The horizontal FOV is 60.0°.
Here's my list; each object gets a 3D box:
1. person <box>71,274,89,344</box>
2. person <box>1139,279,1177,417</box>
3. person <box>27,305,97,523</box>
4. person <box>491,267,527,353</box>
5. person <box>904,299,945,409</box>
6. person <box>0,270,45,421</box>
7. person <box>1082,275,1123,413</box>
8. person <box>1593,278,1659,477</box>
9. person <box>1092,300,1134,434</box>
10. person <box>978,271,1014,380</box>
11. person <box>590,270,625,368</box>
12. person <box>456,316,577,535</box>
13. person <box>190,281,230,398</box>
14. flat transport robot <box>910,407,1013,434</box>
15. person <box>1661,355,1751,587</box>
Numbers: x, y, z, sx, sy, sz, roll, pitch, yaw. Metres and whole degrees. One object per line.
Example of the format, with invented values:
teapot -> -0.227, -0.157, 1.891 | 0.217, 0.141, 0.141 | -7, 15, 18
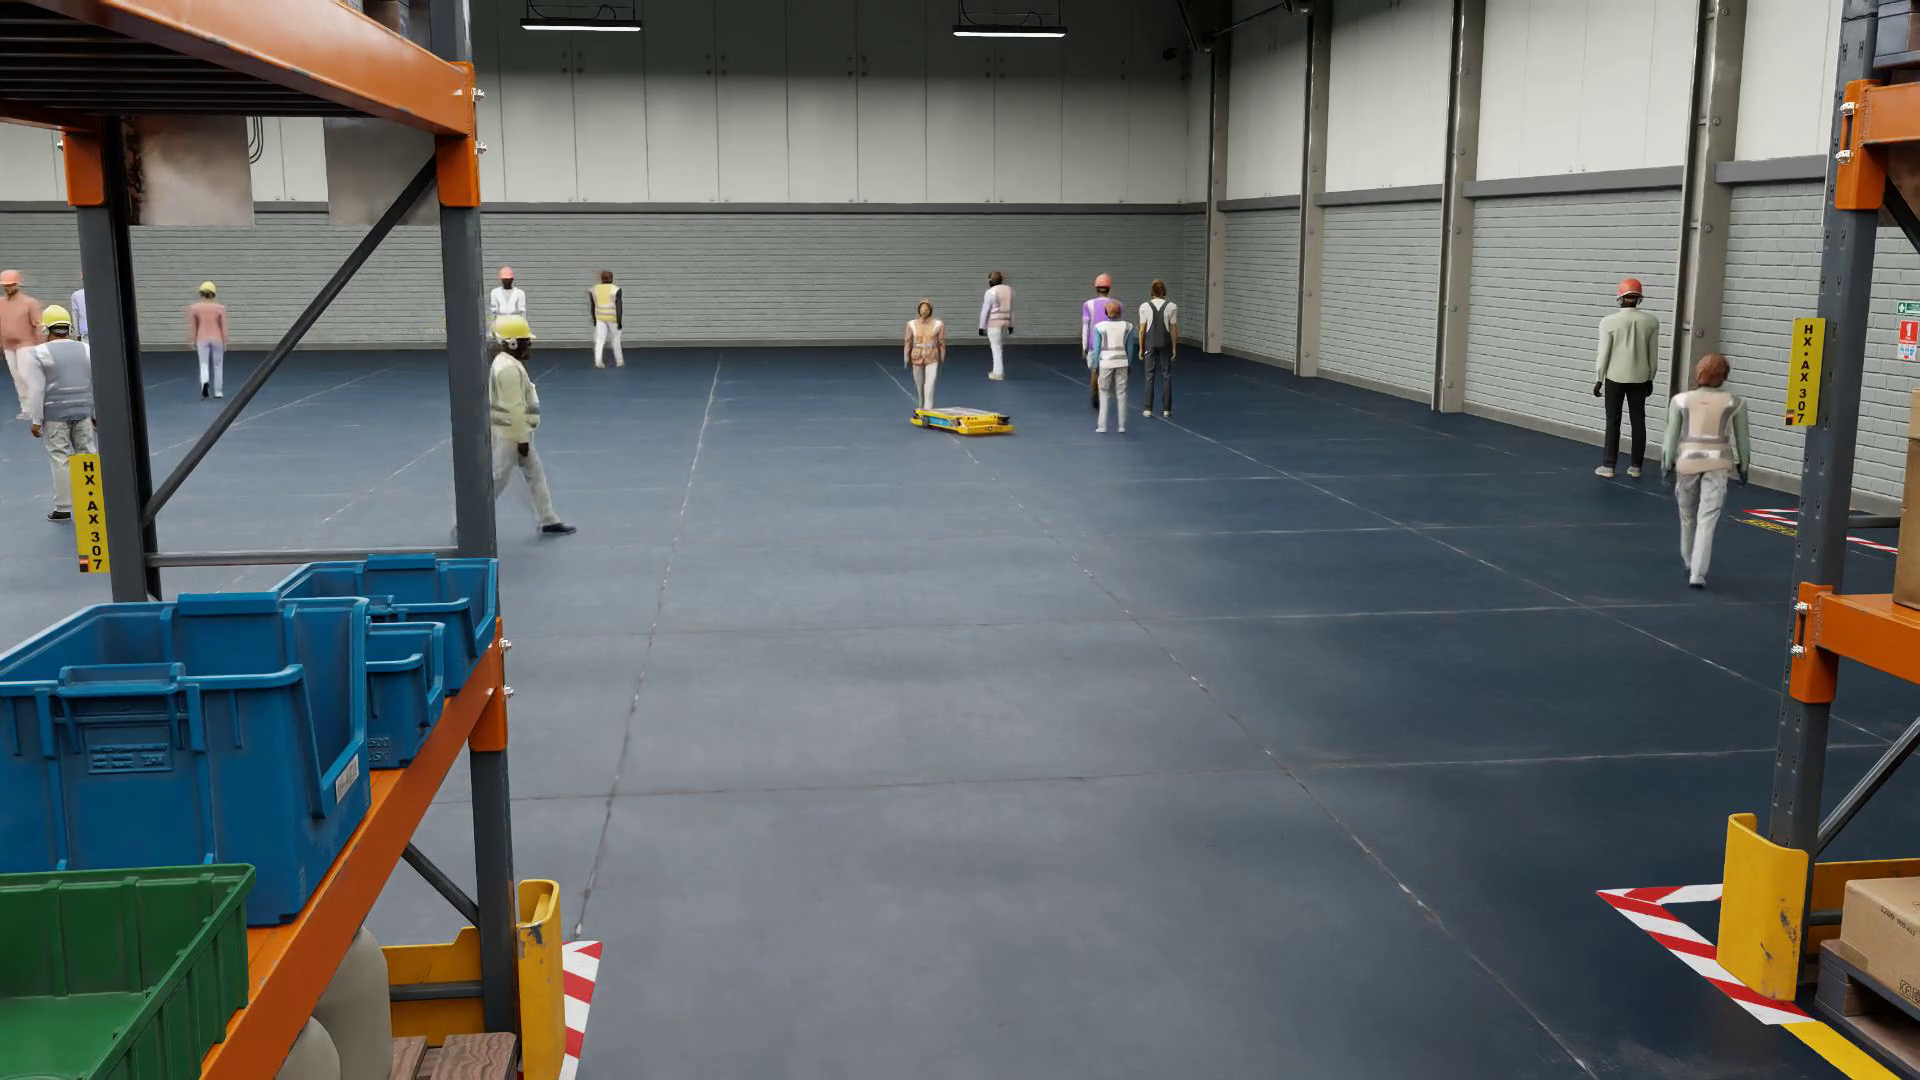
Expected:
person -> -13.289, -3.205, 25.533 | 0.555, 1.934, 0.373 | 0, 10, 2
person -> 2.642, -2.560, 22.254 | 0.506, 1.842, 0.344 | 1, 10, 5
person -> -7.579, -1.066, 14.088 | 0.404, 1.831, 0.600 | 7, 12, 34
person -> -7.274, -3.434, 26.821 | 0.567, 1.918, 0.652 | -2, 10, -10
person -> -0.449, -2.317, 21.559 | 0.523, 1.612, 0.770 | 1, 10, 8
person -> -12.389, -2.534, 21.770 | 0.623, 1.970, 0.693 | 1, 10, 3
person -> 1.965, -2.700, 22.913 | 0.569, 1.880, 1.016 | 1, 10, 3
person -> 6.679, -1.624, 16.699 | 0.608, 1.996, 0.382 | 0, 10, 1
person -> 1.877, -2.114, 20.368 | 0.517, 1.641, 0.309 | -2, 10, -9
person -> 0.540, -3.625, 28.117 | 0.653, 1.826, 0.661 | 10, 14, 44
person -> -6.500, -4.060, 30.616 | 0.641, 1.798, 0.950 | 2, 11, 11
person -> -3.581, -0.879, 13.193 | 0.926, 1.792, 0.611 | -3, 11, -15
person -> -11.164, -2.974, 24.768 | 0.537, 1.748, 0.488 | -3, 11, -17
flat transport robot -> 0.005, -1.507, 20.787 | 0.652, 0.197, 1.431 | -6, 12, -30
person -> 5.204, -0.491, 11.601 | 0.545, 1.588, 0.888 | 7, 12, 32
